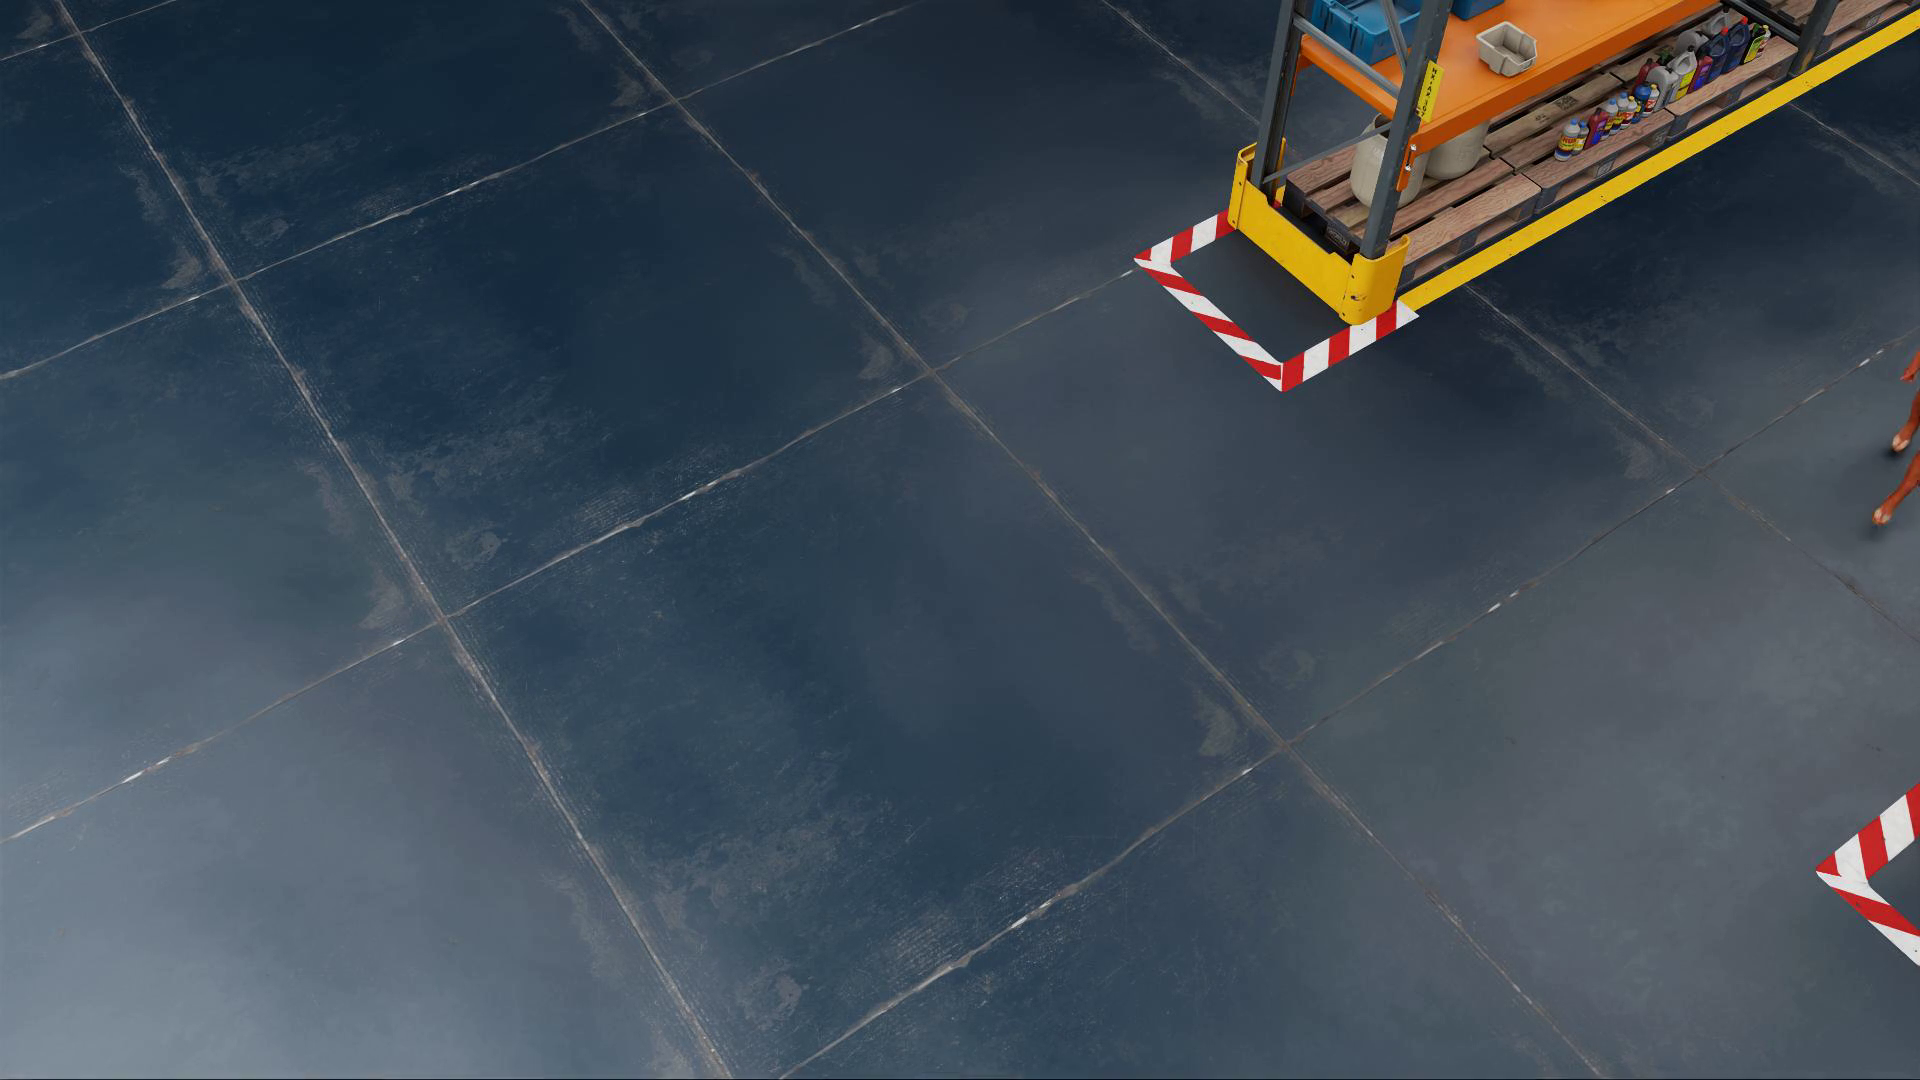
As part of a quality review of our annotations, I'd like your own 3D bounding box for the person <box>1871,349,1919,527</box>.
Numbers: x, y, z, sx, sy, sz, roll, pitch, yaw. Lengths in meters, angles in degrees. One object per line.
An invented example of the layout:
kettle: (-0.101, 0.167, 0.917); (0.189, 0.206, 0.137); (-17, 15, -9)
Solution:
person: (5.064, -0.888, 8.380); (0.827, 1.637, 1.158); (31, 58, 22)
